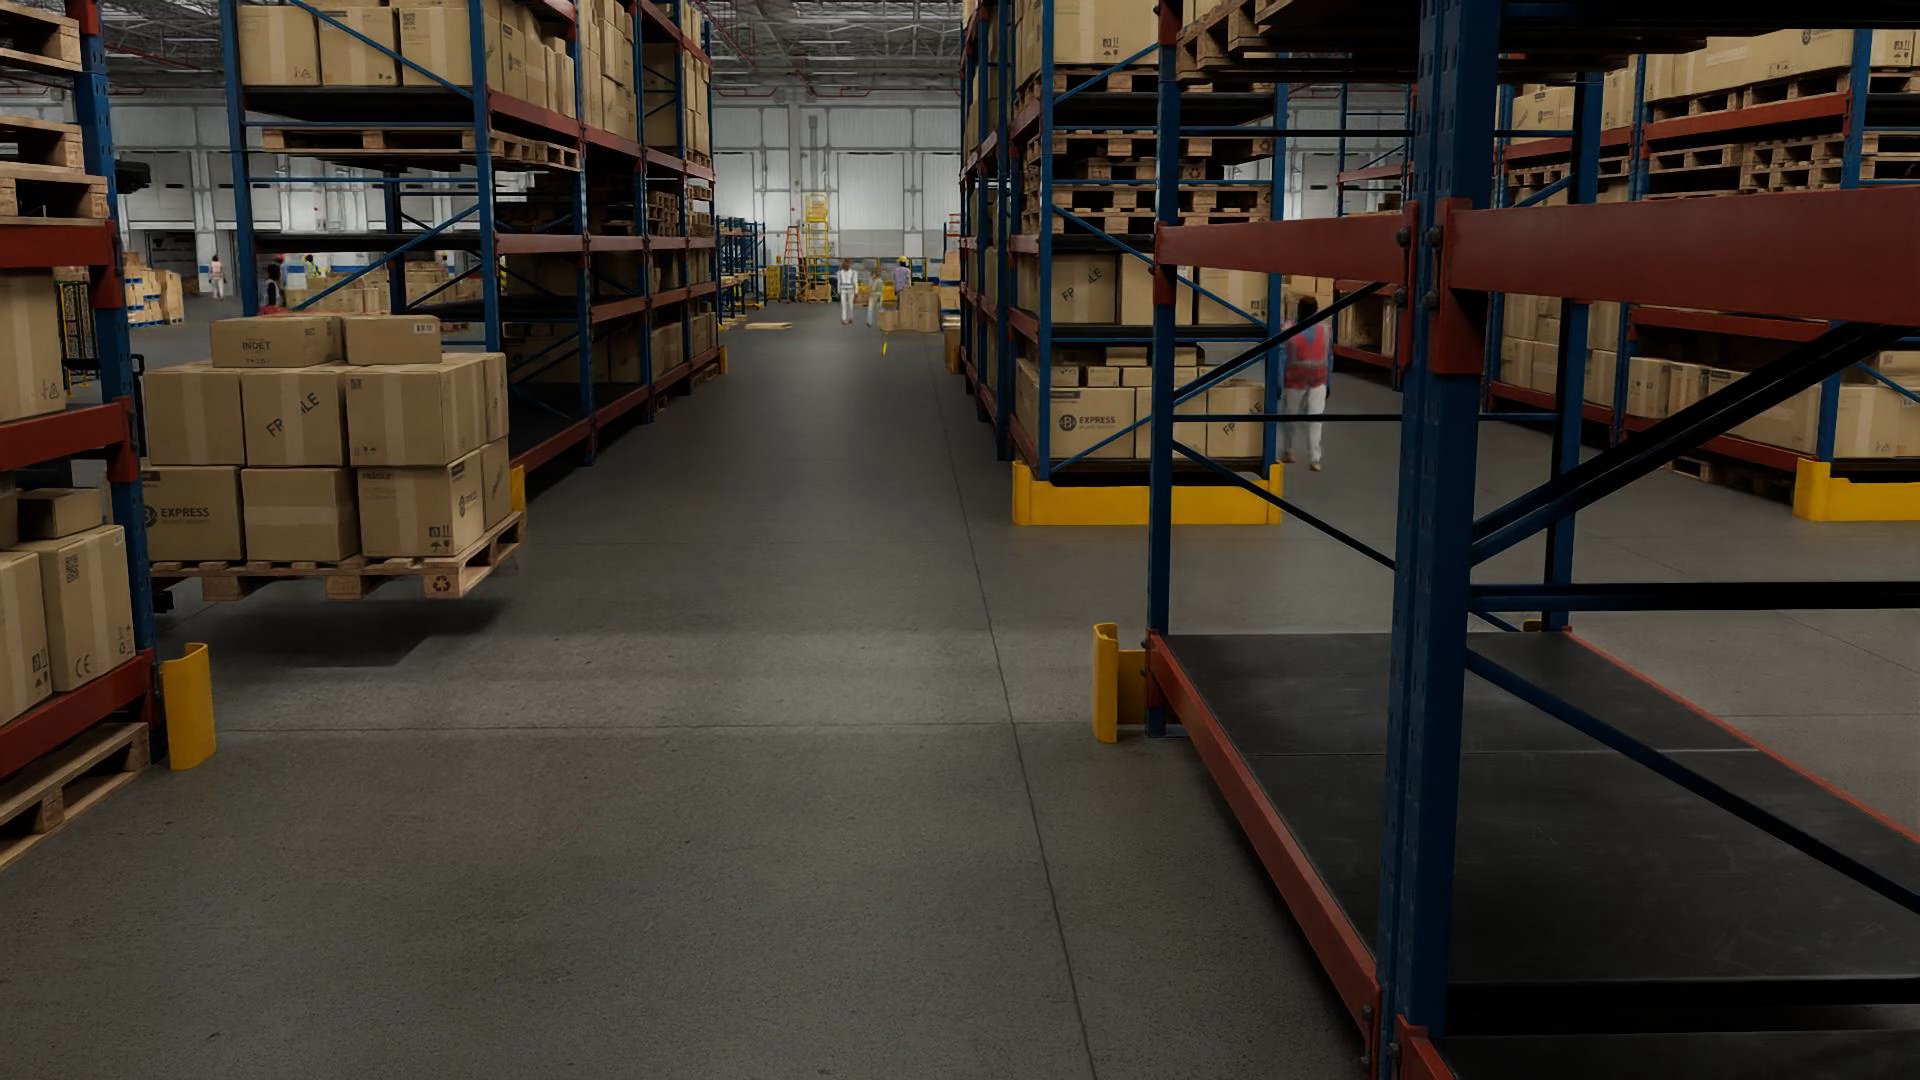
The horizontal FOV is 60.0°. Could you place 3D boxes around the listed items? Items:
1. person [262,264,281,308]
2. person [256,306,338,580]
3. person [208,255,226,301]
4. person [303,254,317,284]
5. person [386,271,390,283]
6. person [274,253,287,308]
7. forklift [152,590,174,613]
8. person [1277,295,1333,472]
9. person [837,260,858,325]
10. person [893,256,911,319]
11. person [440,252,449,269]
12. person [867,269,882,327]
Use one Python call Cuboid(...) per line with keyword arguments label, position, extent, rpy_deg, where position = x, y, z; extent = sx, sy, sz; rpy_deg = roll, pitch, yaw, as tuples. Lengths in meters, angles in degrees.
Cuboid(label="person", position=(-13.612, -4.562, 33.310), extent=(0.938, 1.876, 0.619), rpy_deg=(-6, 12, -29))
Cuboid(label="person", position=(-4.533, -0.643, 11.403), extent=(0.700, 1.919, 0.550), rpy_deg=(-1, 10, -5))
Cuboid(label="person", position=(-29.093, -10.234, 65.118), extent=(0.636, 1.819, 0.699), rpy_deg=(-6, 12, -29))
Cuboid(label="person", position=(-25.312, -10.206, 64.871), extent=(0.429, 1.845, 0.621), rpy_deg=(1, 10, 8))
Cuboid(label="person", position=(-18.785, -8.389, 55.180), extent=(0.321, 1.690, 0.533), rpy_deg=(7, 13, 36))
Cuboid(label="person", position=(-24.123, -9.220, 59.150), extent=(0.574, 1.920, 0.448), rpy_deg=(10, 14, 44))
Cuboid(label="forklift", position=(-5.858, -0.811, 9.639), extent=(1.873, 2.768, 1.129), rpy_deg=(-1, 10, -3))
Cuboid(label="person", position=(3.558, -1.645, 17.309), extent=(0.639, 1.801, 0.948), rpy_deg=(-1, 10, -4))
Cuboid(label="person", position=(-3.179, -6.992, 46.992), extent=(0.594, 1.836, 0.989), rpy_deg=(0, 10, 2))
Cuboid(label="person", position=(-1.675, -7.312, 48.527), extent=(0.606, 1.923, 0.387), rpy_deg=(6, 12, 30))
Cuboid(label="person", position=(-21.393, -11.049, 69.431), extent=(0.840, 1.897, 0.594), rpy_deg=(-2, 10, -11))
Cuboid(label="person", position=(-2.367, -6.700, 46.072), extent=(0.554, 1.575, 0.852), rpy_deg=(5, 12, 28))
